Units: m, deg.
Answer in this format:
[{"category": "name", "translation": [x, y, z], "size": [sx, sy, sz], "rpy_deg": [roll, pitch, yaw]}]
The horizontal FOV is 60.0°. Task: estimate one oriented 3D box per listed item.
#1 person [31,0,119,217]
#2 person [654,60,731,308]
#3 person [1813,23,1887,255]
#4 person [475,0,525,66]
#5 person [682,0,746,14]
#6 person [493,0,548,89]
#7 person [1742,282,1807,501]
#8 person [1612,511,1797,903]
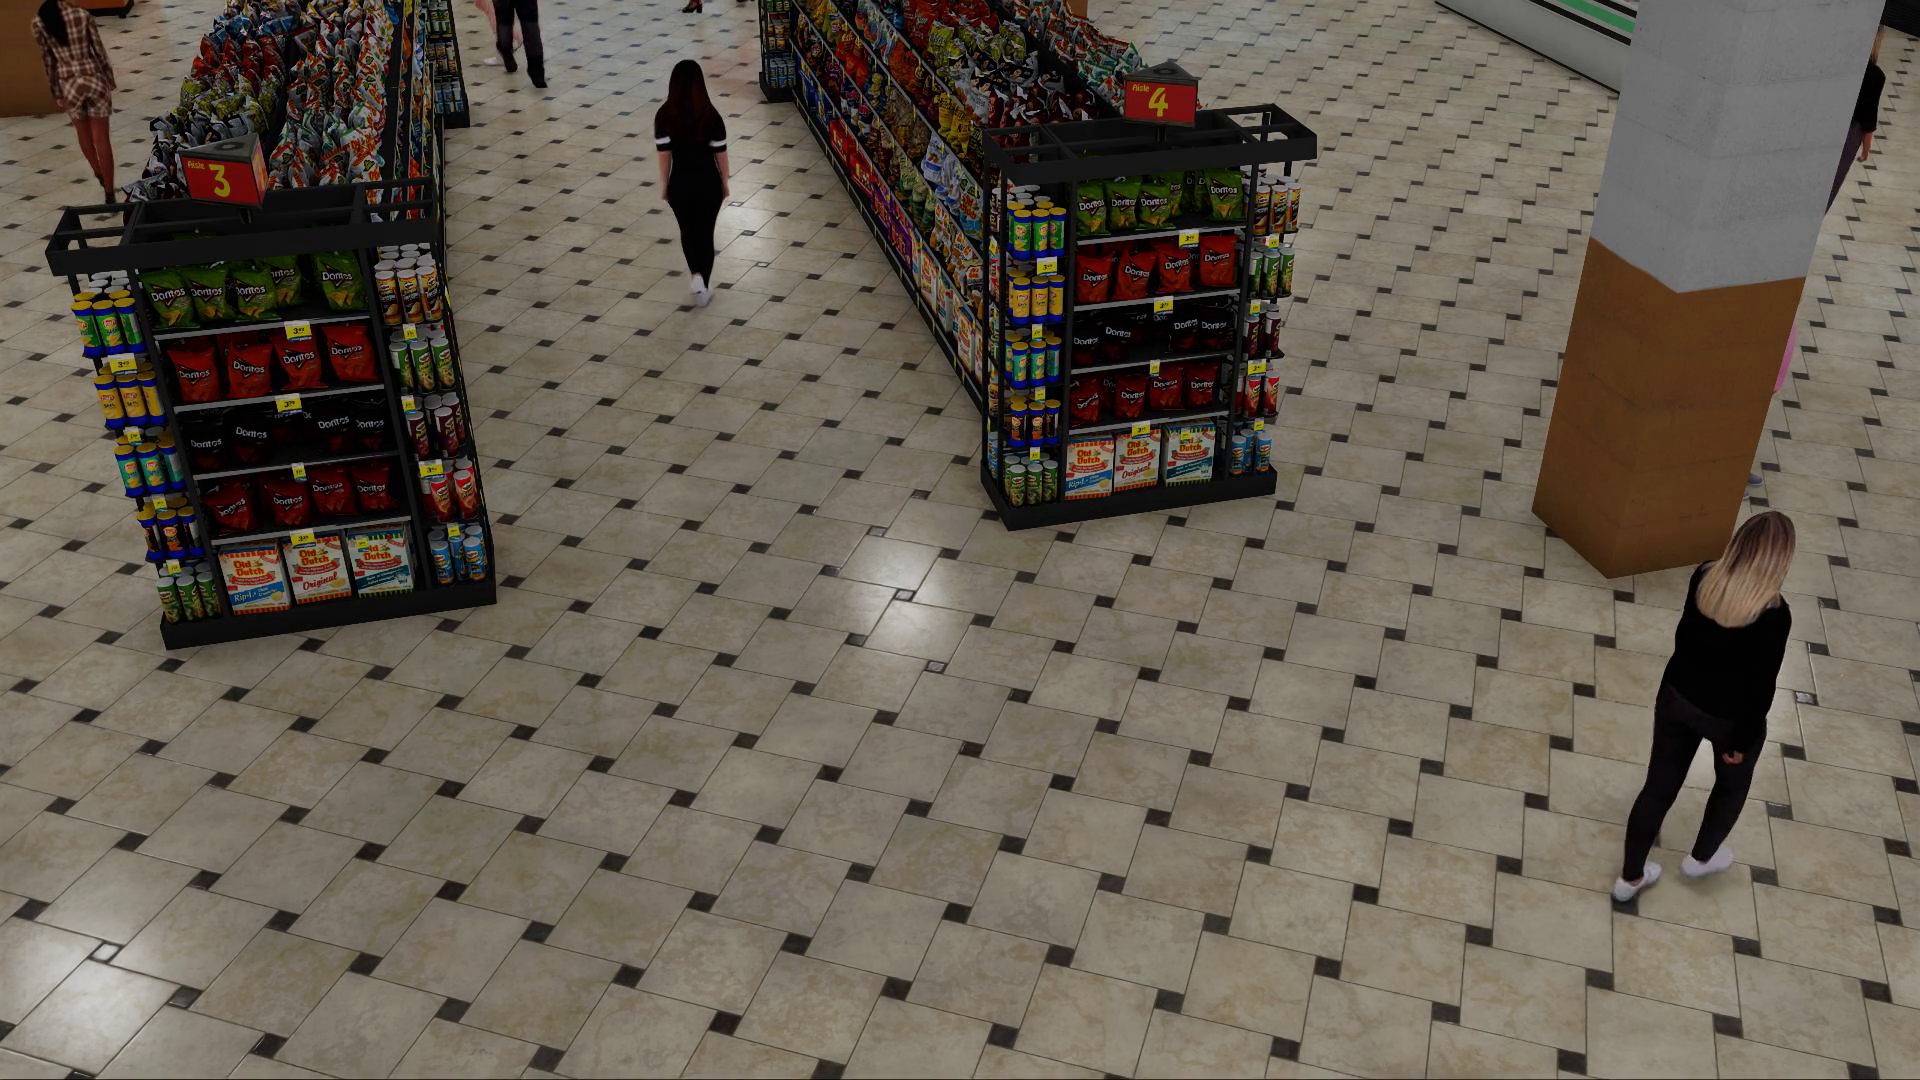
[{"category": "person", "translation": [-6.442, -3.253, 12.243], "size": [0.622, 1.765, 0.938], "rpy_deg": [-10, 33, -15]}, {"category": "person", "translation": [-1.730, -2.268, 10.789], "size": [0.660, 1.627, 0.661], "rpy_deg": [-2, 32, -3]}, {"category": "person", "translation": [5.996, -2.741, 11.513], "size": [0.743, 1.665, 0.619], "rpy_deg": [-18, 36, -26]}, {"category": "person", "translation": [-4.354, -5.357, 15.648], "size": [0.716, 1.739, 0.687], "rpy_deg": [-2, 32, -3]}, {"category": "person", "translation": [-2.478, -6.390, 17.301], "size": [1.161, 1.746, 1.058], "rpy_deg": [27, 41, 36]}, {"category": "person", "translation": [-4.103, -5.072, 15.134], "size": [0.837, 1.799, 1.218], "rpy_deg": [-12, 34, -19]}, {"category": "person", "translation": [4.262, -0.853, 8.853], "size": [0.621, 1.271, 0.581], "rpy_deg": [27, 41, 36]}, {"category": "person", "translation": [2.648, 0.665, 6.039], "size": [0.827, 1.665, 0.820], "rpy_deg": [-21, 38, -30]}]
